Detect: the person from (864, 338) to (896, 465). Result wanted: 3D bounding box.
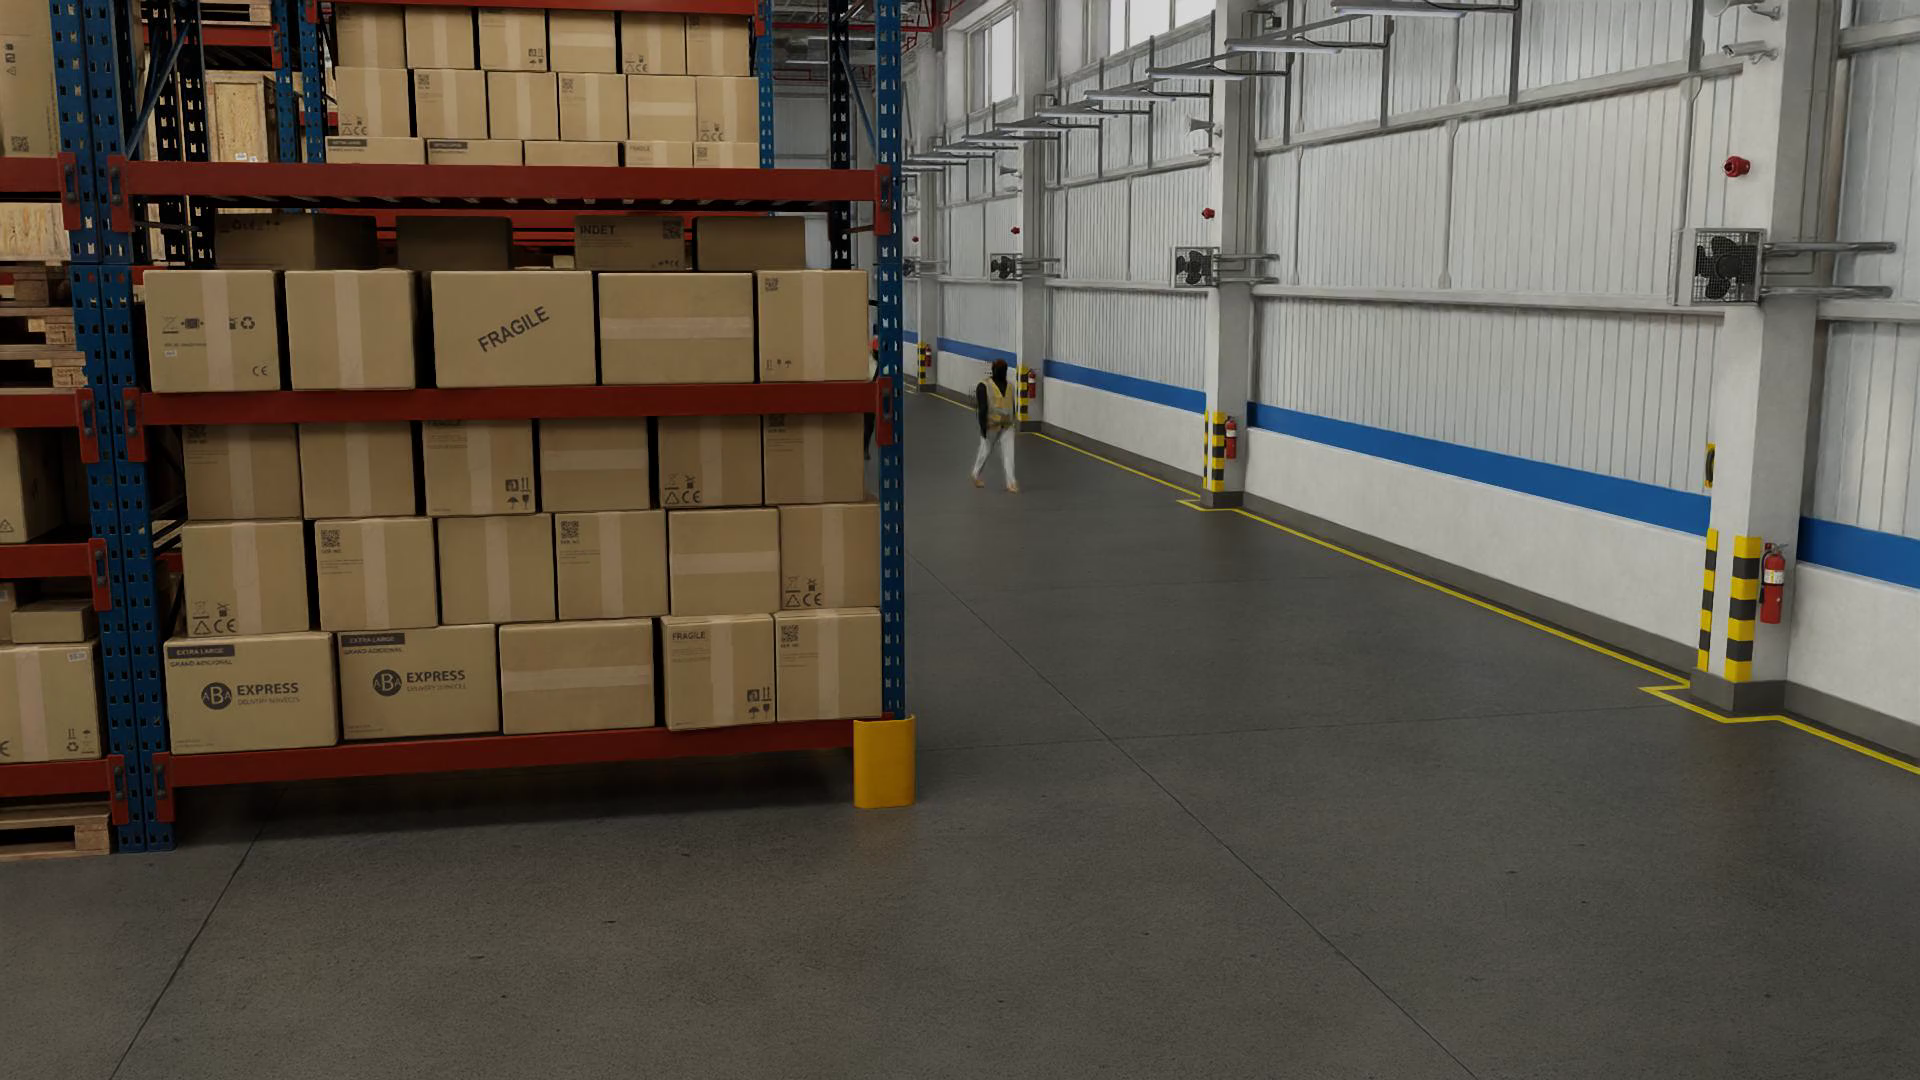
[{"bbox_3d":[-1.297,-2.139,25.628,0.631,1.966,0.875,-4,10,-22],"label":"person"}]

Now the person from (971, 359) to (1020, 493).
[{"bbox_3d":[0.475,-1.559,22.604,0.624,1.813,0.894,-5,11,-28],"label":"person"}]
